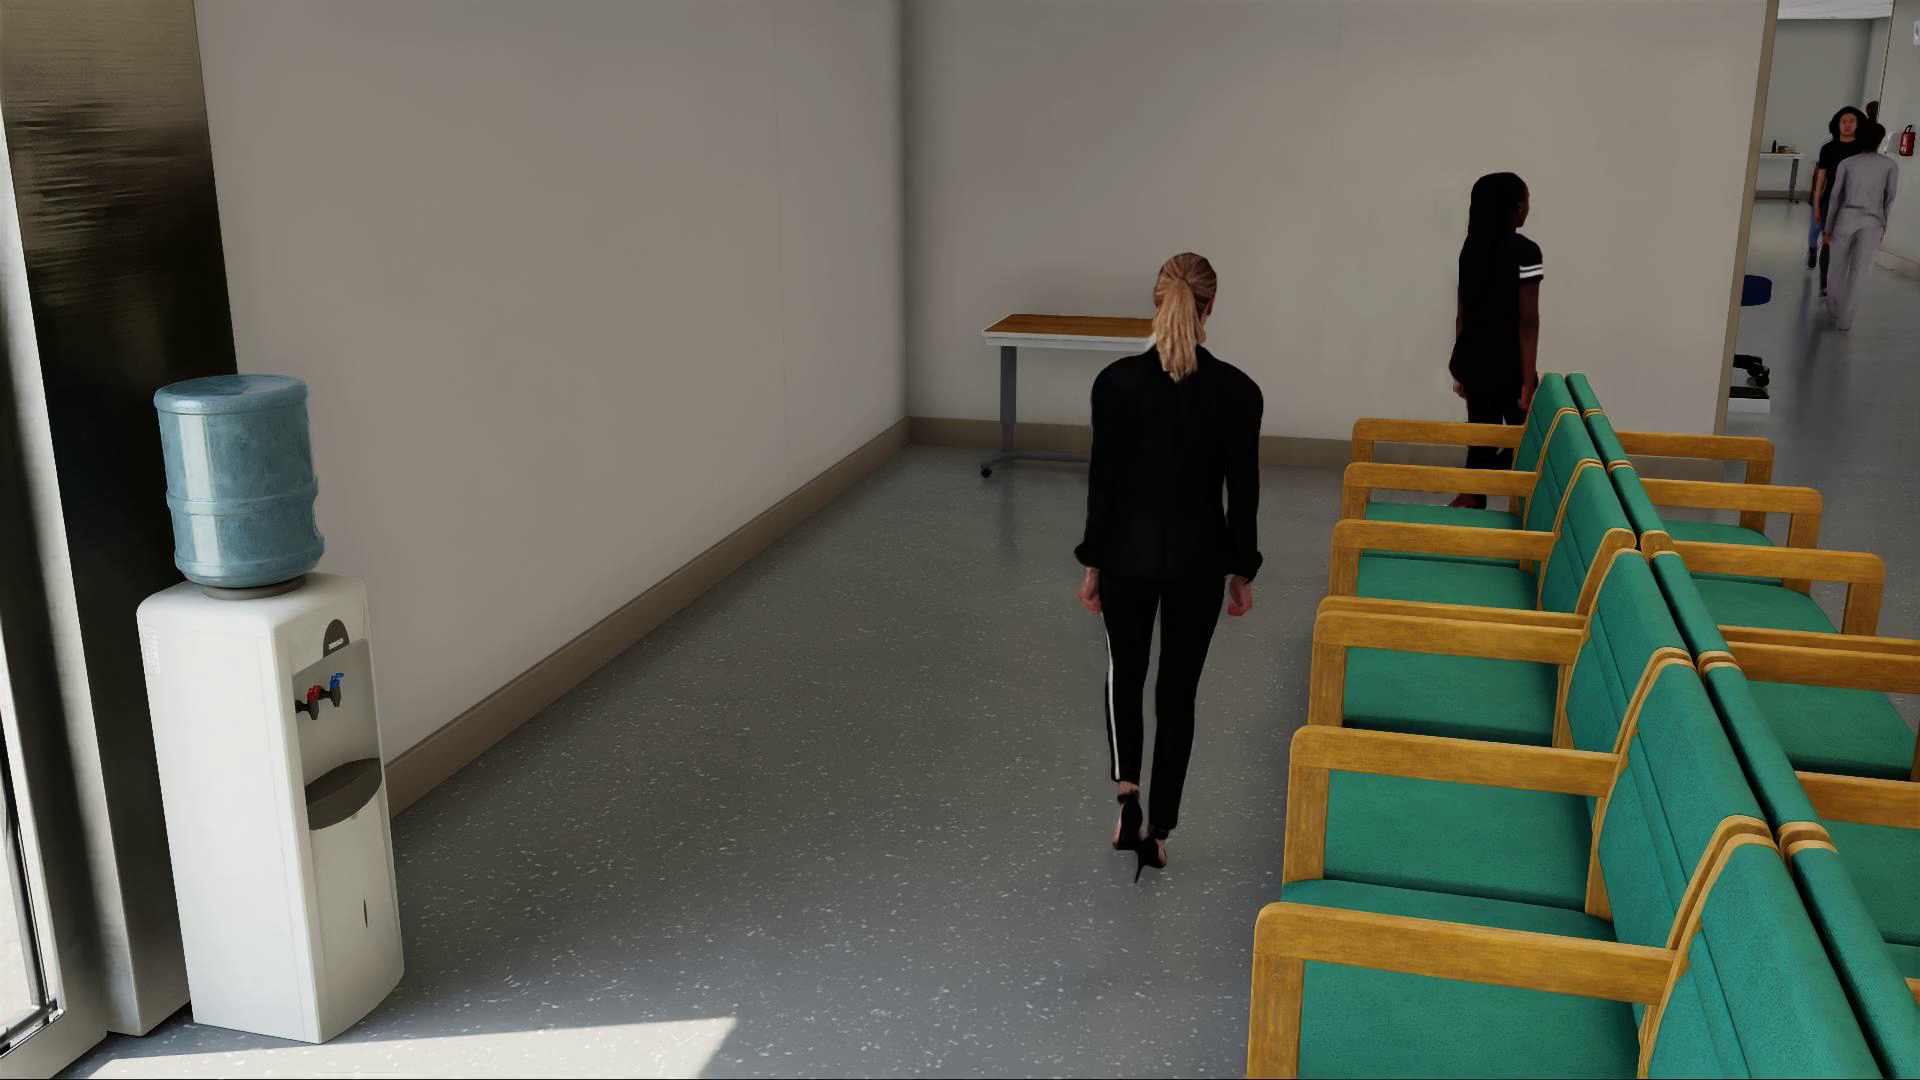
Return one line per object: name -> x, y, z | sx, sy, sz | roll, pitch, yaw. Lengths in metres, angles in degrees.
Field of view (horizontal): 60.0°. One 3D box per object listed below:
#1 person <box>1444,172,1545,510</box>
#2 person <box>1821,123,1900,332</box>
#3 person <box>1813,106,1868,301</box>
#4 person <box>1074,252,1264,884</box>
person -> 2.285, -0.721, 7.273 | 0.925, 1.722, 0.862 | -8, 18, -27
person -> 7.526, -2.591, 13.950 | 1.116, 1.697, 0.939 | 9, 18, 30
person -> 8.499, -3.231, 16.013 | 1.068, 1.798, 0.822 | 6, 17, 20
person -> 0.520, 0.128, 4.317 | 0.516, 1.692, 0.709 | 3, 16, 11
